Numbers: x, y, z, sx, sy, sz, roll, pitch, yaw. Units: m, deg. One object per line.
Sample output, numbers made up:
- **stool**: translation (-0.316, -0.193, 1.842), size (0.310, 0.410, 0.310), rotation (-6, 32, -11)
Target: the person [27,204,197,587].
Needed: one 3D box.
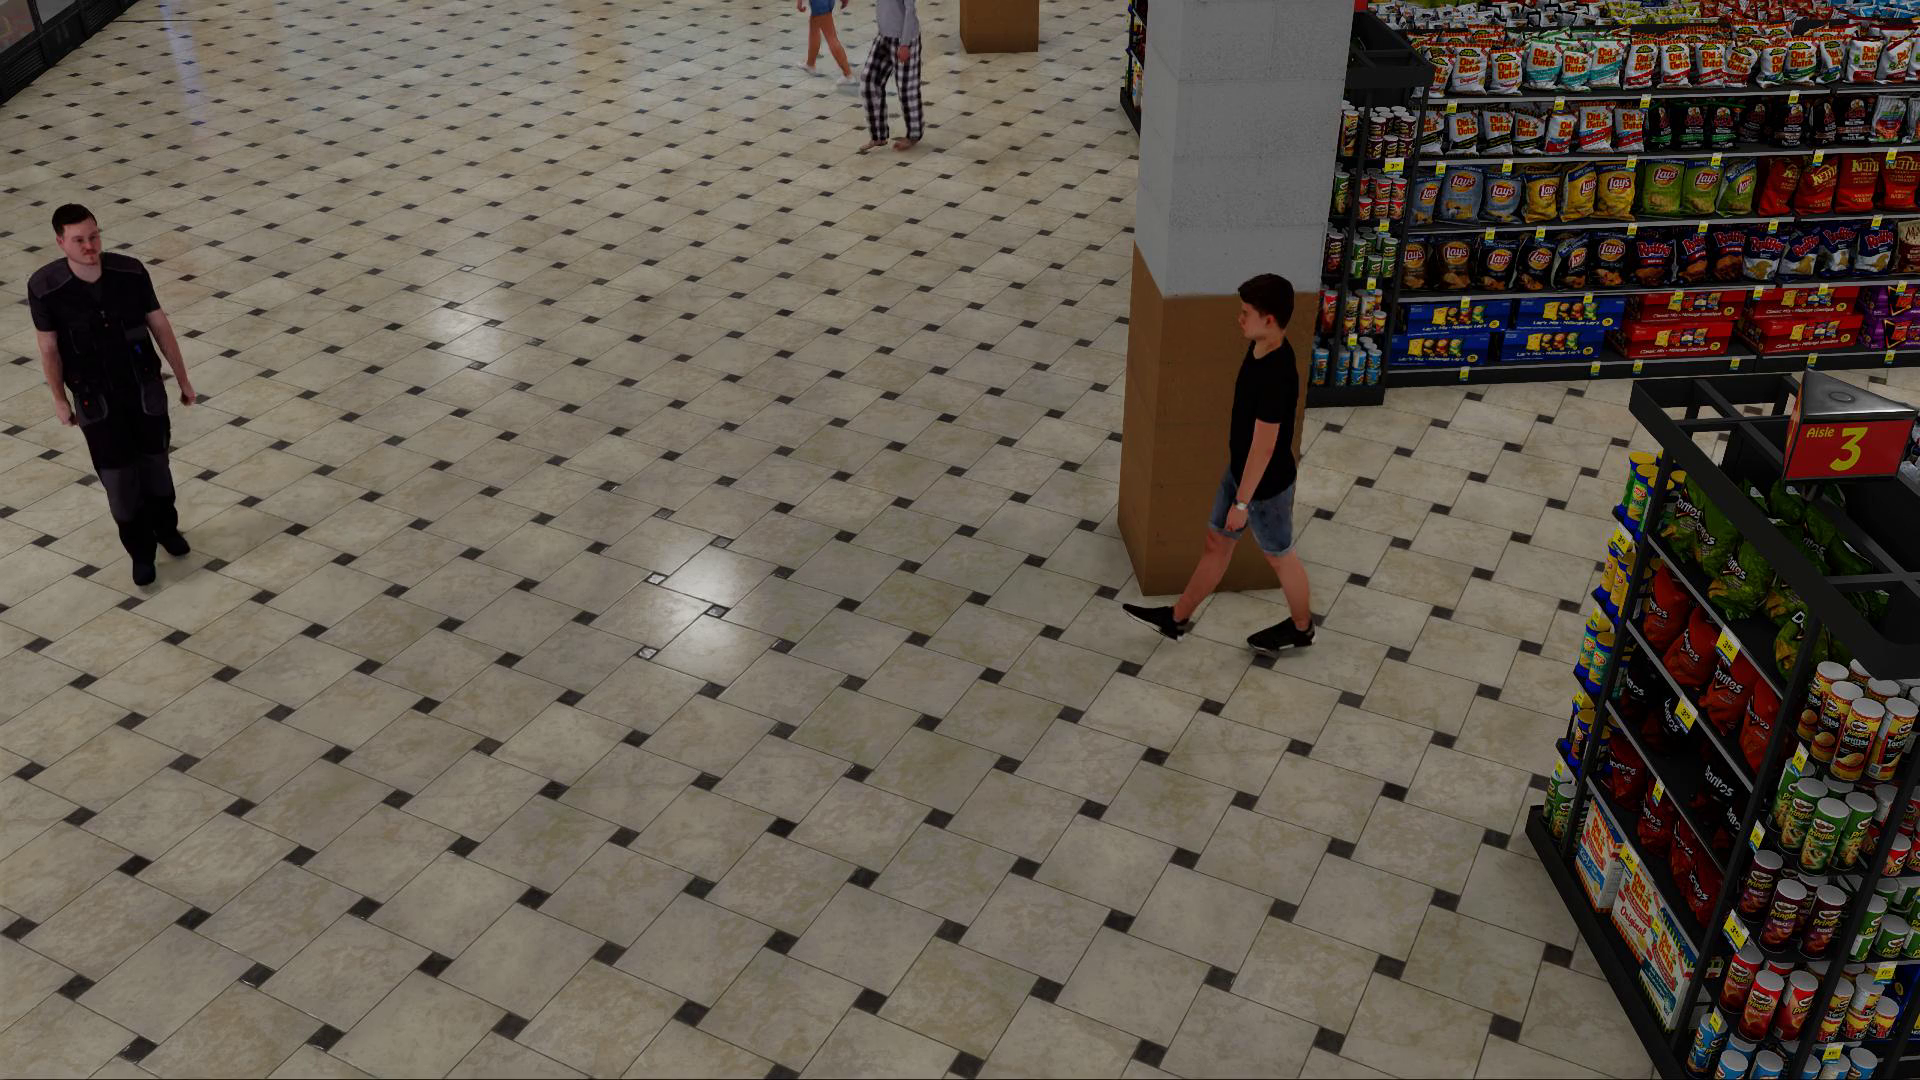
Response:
- **person**: translation (-4.032, -0.735, 7.925), size (0.876, 1.831, 0.956), rotation (-24, 39, -33)

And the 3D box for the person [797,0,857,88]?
- **person**: translation (-1.168, -4.766, 14.635), size (1.145, 1.587, 1.151), rotation (-27, 41, -36)

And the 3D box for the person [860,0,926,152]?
- **person**: translation (-0.429, -4.011, 13.190), size (0.971, 1.831, 0.898), rotation (-27, 41, -36)

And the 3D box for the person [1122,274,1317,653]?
- **person**: translation (1.391, -0.265, 7.191), size (1.114, 1.808, 0.710), rotation (-2, 32, -3)
